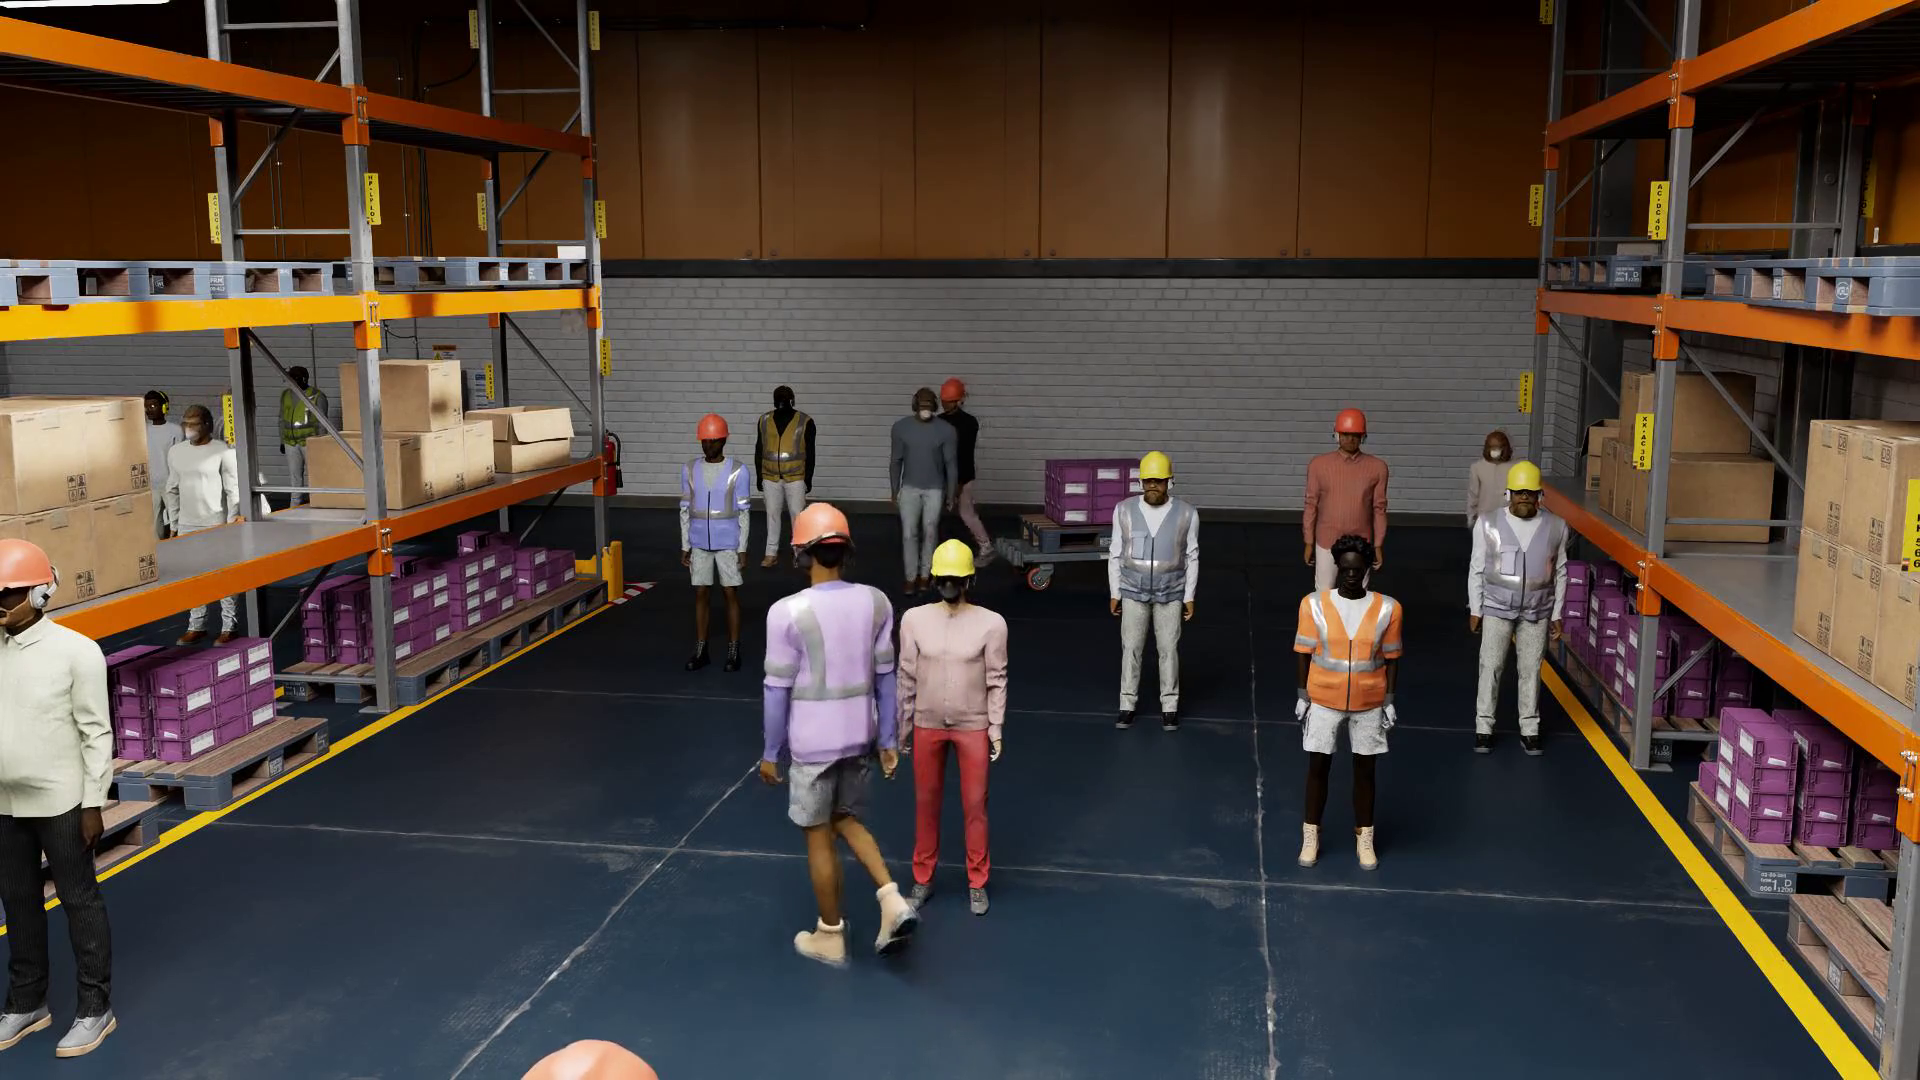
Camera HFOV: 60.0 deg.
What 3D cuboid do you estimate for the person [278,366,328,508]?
[{"bbox_3d":[-7.988,-1.190,20.201,0.627,1.844,0.429,1,9,9],"label":"person"}]

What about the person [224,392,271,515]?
[{"bbox_3d":[-7.214,-0.615,16.705,1.013,1.844,0.573,-3,10,-18],"label":"person"}]

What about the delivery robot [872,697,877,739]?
[{"bbox_3d":[-0.778,1.007,10.300,0.477,0.478,0.707,-4,11,-23],"label":"delivery robot"}]

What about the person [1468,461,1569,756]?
[{"bbox_3d":[3.444,0.422,10.287,0.590,1.833,0.404,1,9,9],"label":"person"}]

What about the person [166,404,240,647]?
[{"bbox_3d":[-6.010,-0.110,13.240,0.632,1.940,0.372,1,9,9],"label":"person"}]

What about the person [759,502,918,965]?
[{"bbox_3d":[-0.526,0.853,7.068,0.601,2.020,0.580,-9,13,-42],"label":"person"}]

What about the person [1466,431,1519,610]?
[{"bbox_3d":[4.712,-0.162,14.627,0.501,1.595,0.567,4,10,21],"label":"person"}]

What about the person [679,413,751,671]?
[{"bbox_3d":[-1.834,0.020,12.435,0.545,1.941,0.351,1,9,9],"label":"person"}]

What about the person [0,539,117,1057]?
[{"bbox_3d":[-3.533,0.978,6.356,0.612,1.995,0.376,1,9,9],"label":"person"}]

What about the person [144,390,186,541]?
[{"bbox_3d":[-7.564,-0.484,15.761,0.513,1.872,0.328,1,9,9],"label":"person"}]

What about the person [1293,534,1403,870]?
[{"bbox_3d":[1.934,0.807,8.330,0.535,1.697,0.318,1,9,9],"label":"person"}]

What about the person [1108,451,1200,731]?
[{"bbox_3d":[1.256,0.332,10.842,0.590,1.833,0.404,1,9,9],"label":"person"}]

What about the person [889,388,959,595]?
[{"bbox_3d":[-0.336,-0.435,15.325,0.651,1.905,0.816,0,9,1],"label":"person"}]

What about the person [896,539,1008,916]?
[{"bbox_3d":[-0.040,0.868,7.737,0.525,1.770,0.306,1,9,9],"label":"person"}]

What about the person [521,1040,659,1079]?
[{"bbox_3d":[-0.522,1.644,2.418,0.545,1.941,0.351,1,9,9],"label":"person"}]

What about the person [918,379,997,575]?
[{"bbox_3d":[-0.023,-0.639,16.508,0.612,1.950,0.946,7,12,38],"label":"person"}]

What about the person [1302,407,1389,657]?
[{"bbox_3d":[2.842,0.013,12.303,0.612,1.997,0.376,1,9,9],"label":"person"}]

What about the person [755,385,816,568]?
[{"bbox_3d":[-1.770,-0.635,16.777,0.627,1.844,0.429,1,9,9],"label":"person"}]
